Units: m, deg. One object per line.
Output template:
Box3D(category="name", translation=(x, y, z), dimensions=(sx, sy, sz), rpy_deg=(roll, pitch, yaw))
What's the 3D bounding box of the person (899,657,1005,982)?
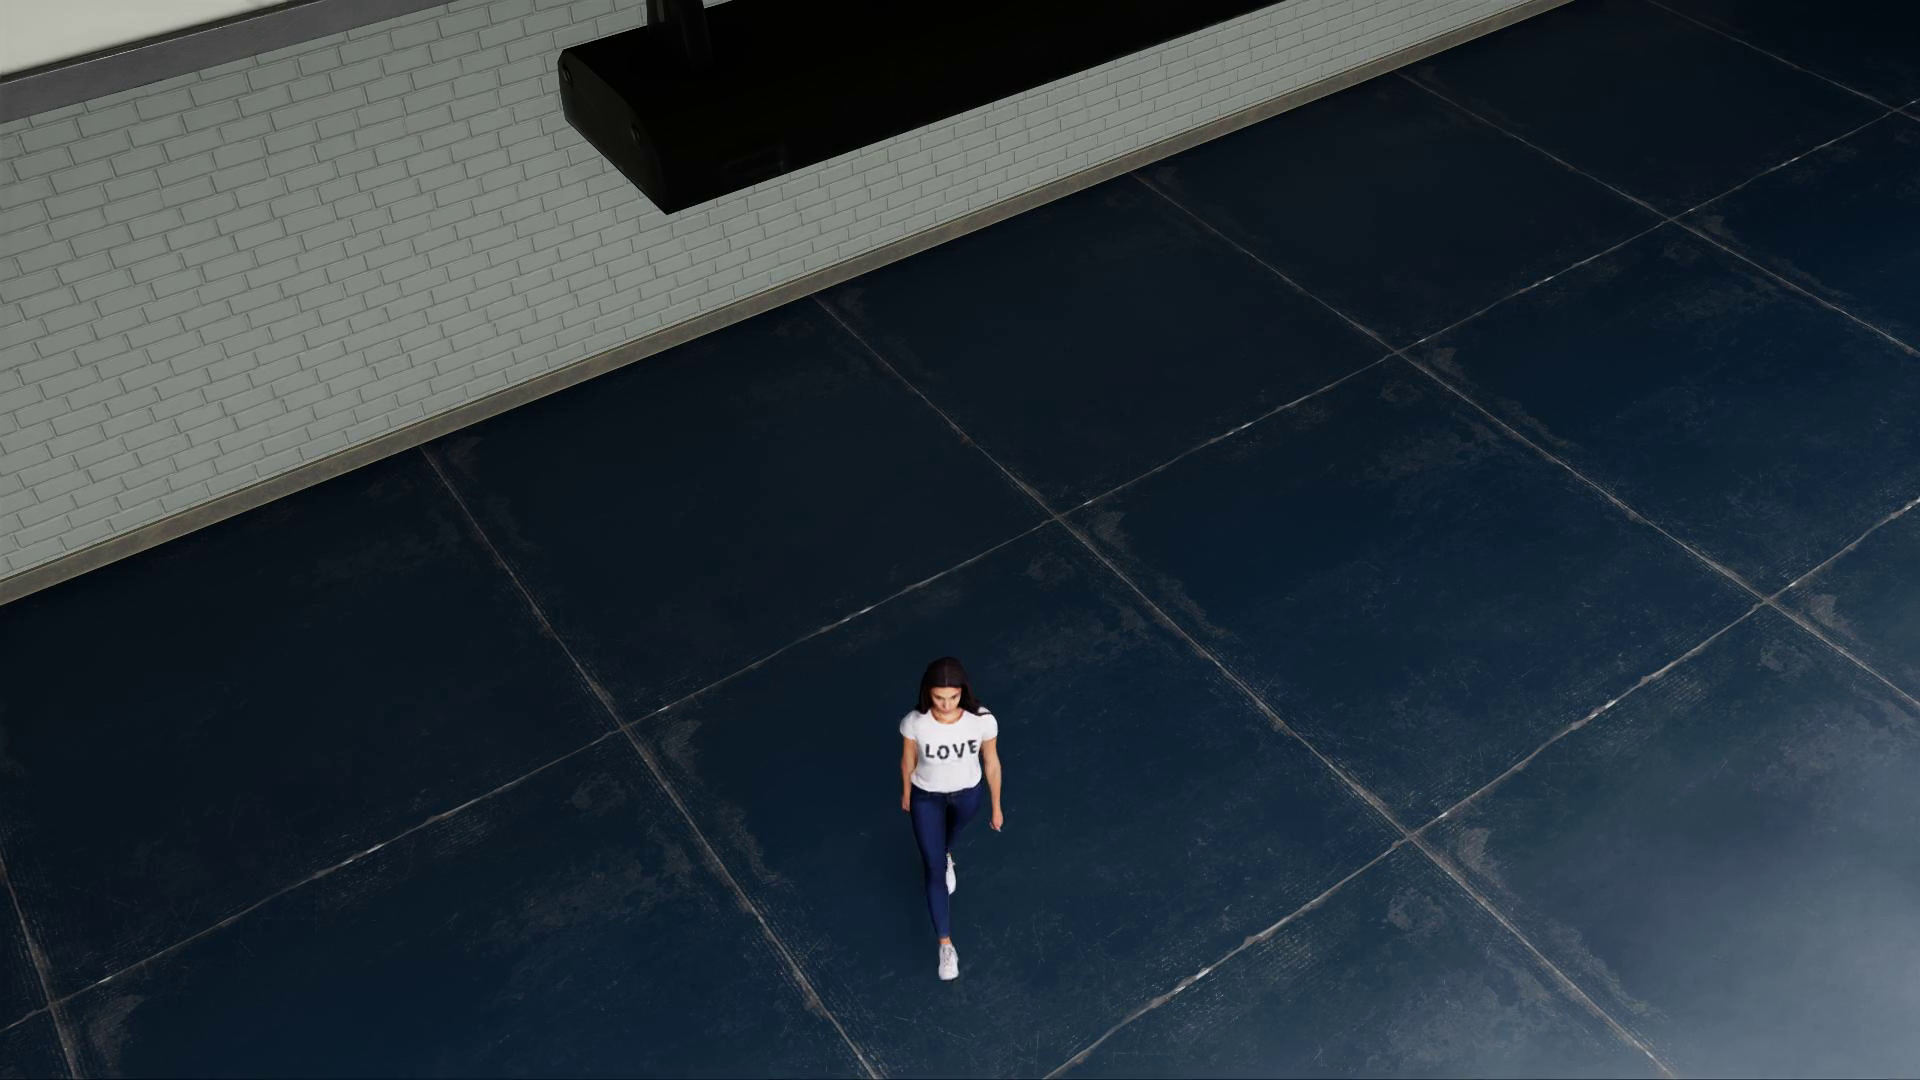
Box3D(category="person", translation=(-0.065, 1.128, 7.759), dimensions=(0.936, 1.738, 1.172), rpy_deg=(-6, 43, -6))
